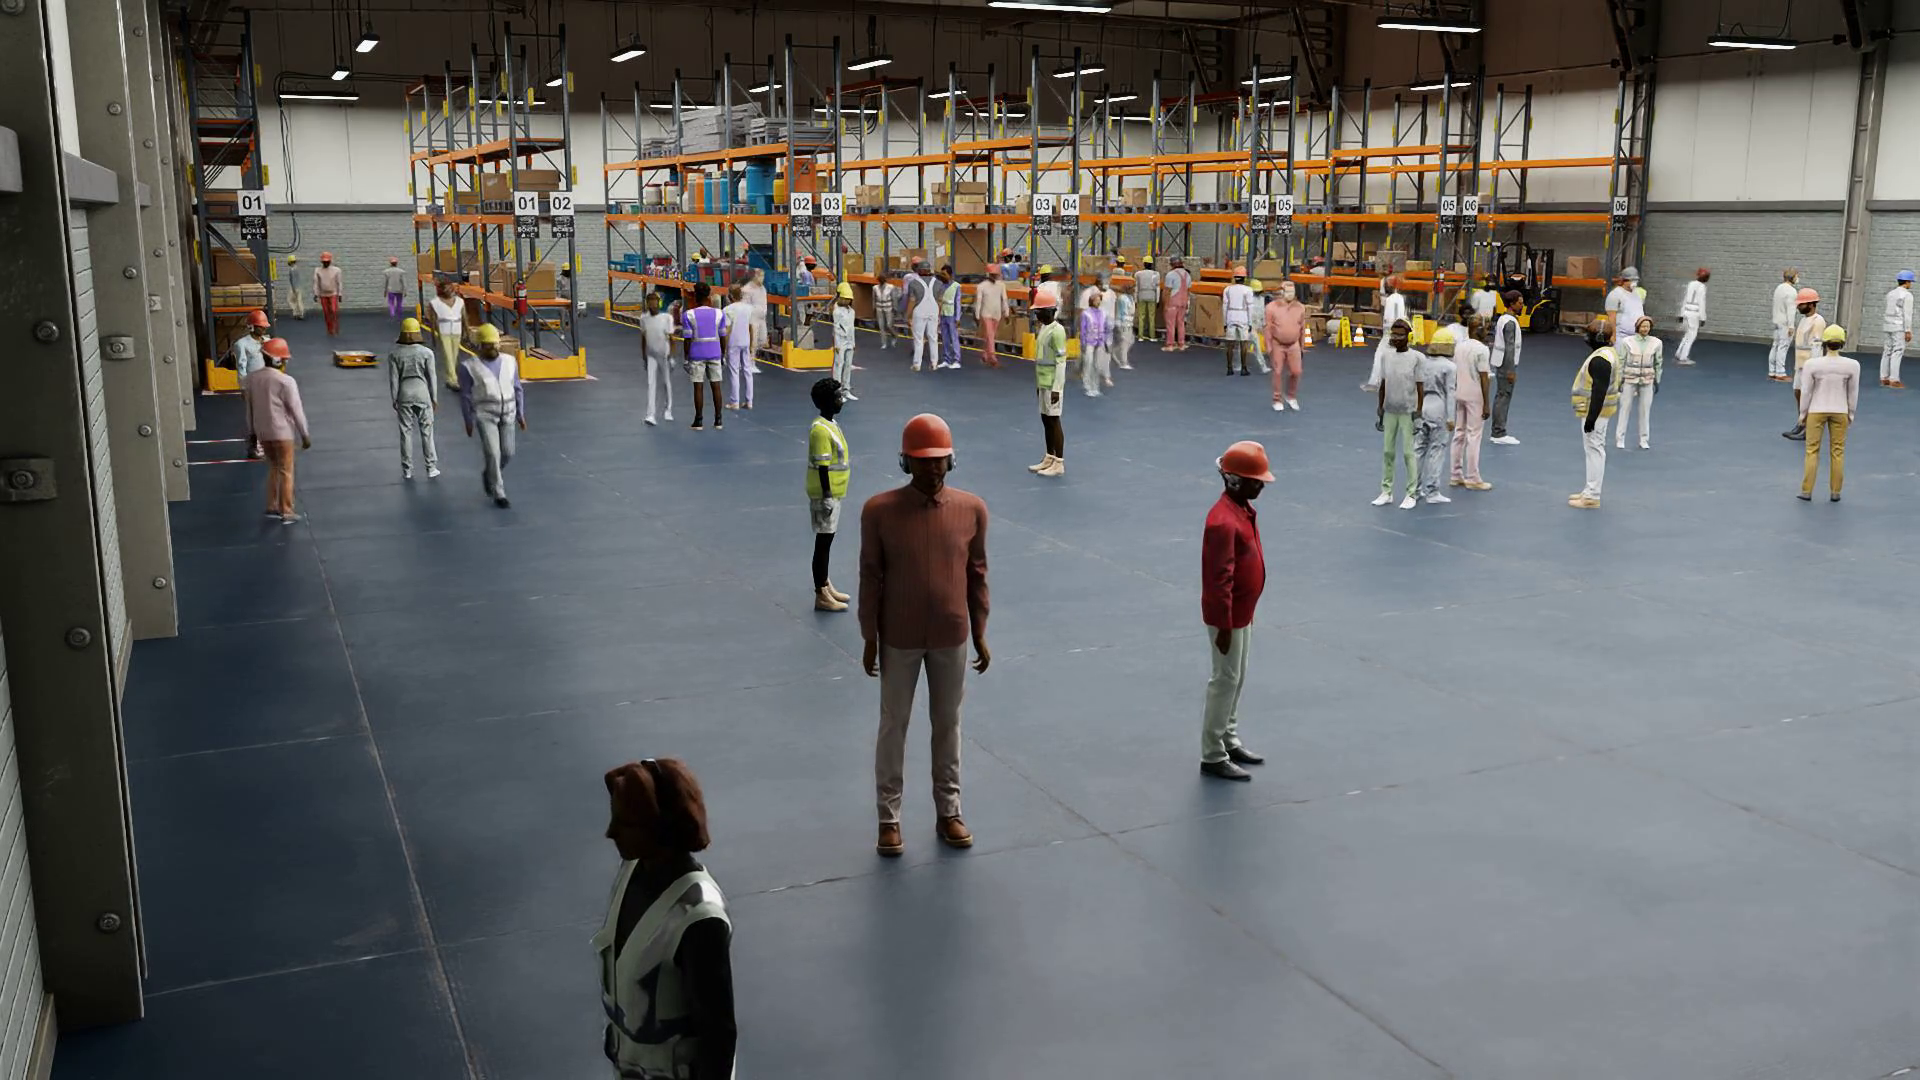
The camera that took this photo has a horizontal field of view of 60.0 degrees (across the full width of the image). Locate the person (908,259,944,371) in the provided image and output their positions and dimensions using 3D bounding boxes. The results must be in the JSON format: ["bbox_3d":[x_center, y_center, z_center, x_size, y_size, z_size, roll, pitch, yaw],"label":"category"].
[{"bbox_3d":[-0.675,-4.133,30.535,0.687,2.000,0.538,-5,12,-24],"label":"person"}]

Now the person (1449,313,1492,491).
[{"bbox_3d":[5.346,-1.434,17.339,0.366,1.841,0.509,-5,12,-23],"label":"person"}]

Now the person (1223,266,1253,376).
[{"bbox_3d":[4.928,-3.874,29.480,0.546,1.939,0.375,6,12,26],"label":"person"}]

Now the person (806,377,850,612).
[{"bbox_3d":[-0.959,-0.334,12.108,0.318,1.697,0.535,0,11,0],"label":"person"}]

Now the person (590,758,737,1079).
[{"bbox_3d":[-0.685,1.301,3.948,0.307,1.637,0.525,-7,13,-32],"label":"person"}]

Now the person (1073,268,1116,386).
[{"bbox_3d":[2.257,-3.623,27.942,0.697,2.000,0.850,-6,13,-27],"label":"person"}]

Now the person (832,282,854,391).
[{"bbox_3d":[-1.902,-3.312,27.087,0.348,1.756,0.518,3,12,16],"label":"person"}]

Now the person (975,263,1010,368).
[{"bbox_3d":[0.558,-4.231,31.289,0.605,1.954,0.970,-6,13,-30],"label":"person"}]

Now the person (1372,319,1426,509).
[{"bbox_3d":[4.303,-1.230,16.279,0.328,1.853,0.506,-11,15,-44],"label":"person"}]

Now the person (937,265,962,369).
[{"bbox_3d":[-0.193,-4.148,30.956,0.589,1.910,0.362,11,15,43],"label":"person"}]

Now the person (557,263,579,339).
[{"bbox_3d":[-8.972,-5.470,38.088,0.488,1.743,0.319,-4,12,-20],"label":"person"}]

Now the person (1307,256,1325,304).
[{"bbox_3d":[9.394,-6.624,44.000,0.586,1.726,0.698,-5,12,-24],"label":"person"}]

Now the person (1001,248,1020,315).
[{"bbox_3d":[1.147,-5.881,39.434,0.388,2.036,0.605,8,14,37],"label":"person"}]

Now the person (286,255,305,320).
[{"bbox_3d":[-17.929,-6.772,44.706,0.520,1.752,0.528,0,11,-2],"label":"person"}]

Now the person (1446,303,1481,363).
[{"bbox_3d":[6.944,-2.467,23.063,0.519,1.650,0.887,1,11,4],"label":"person"}]

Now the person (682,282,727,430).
[{"bbox_3d":[-3.403,-2.447,22.167,0.606,1.962,0.367,-5,12,-25],"label":"person"}]

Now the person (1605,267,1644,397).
[{"bbox_3d":[10.465,-3.261,26.102,0.684,2.000,0.538,-7,13,-33],"label":"person"}]

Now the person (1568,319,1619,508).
[{"bbox_3d":[6.213,-1.237,16.320,0.429,1.846,0.625,5,12,23],"label":"person"}]

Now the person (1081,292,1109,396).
[{"bbox_3d":[2.120,-3.091,26.292,0.518,1.649,0.330,-7,13,-31],"label":"person"}]

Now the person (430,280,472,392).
[{"bbox_3d":[-8.301,-3.325,27.052,0.567,1.802,0.968,-9,14,-38],"label":"person"}]

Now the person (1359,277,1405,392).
[{"bbox_3d":[6.855,-3.304,26.787,0.849,1.850,0.571,9,14,39],"label":"person"}]

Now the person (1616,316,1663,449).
[{"bbox_3d":[8.315,-1.926,20.377,0.517,1.633,0.312,2,11,11],"label":"person"}]

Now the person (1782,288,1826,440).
[{"bbox_3d":[10.755,-2.233,21.189,0.386,1.924,0.548,1,11,5],"label":"person"}]

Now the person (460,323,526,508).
[{"bbox_3d":[-4.632,-1.245,16.451,0.596,1.814,0.760,-10,15,-40],"label":"person"}]

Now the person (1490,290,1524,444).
[{"bbox_3d":[6.855,-2.167,20.854,0.380,1.918,0.596,2,11,10],"label":"person"}]

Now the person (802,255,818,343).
[{"bbox_3d":[-3.335,-5.366,37.063,0.360,1.935,0.552,-1,11,-4],"label":"person"}]

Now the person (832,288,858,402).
[{"bbox_3d":[-1.754,-2.996,25.528,0.313,1.739,0.485,7,13,33],"label":"person"}]

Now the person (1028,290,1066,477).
[{"bbox_3d":[0.951,-1.711,18.225,0.389,2.039,0.614,-3,11,-14],"label":"person"}]

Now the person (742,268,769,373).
[{"bbox_3d":[-3.748,-3.980,30.146,0.513,1.885,0.715,5,12,23],"label":"person"}]

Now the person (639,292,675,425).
[{"bbox_3d":[-4.127,-2.494,22.827,0.539,1.808,1.017,1,11,4],"label":"person"}]

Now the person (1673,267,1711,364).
[{"bbox_3d":[13.974,-4.267,31.682,0.462,1.855,0.603,0,11,2],"label":"person"}]
